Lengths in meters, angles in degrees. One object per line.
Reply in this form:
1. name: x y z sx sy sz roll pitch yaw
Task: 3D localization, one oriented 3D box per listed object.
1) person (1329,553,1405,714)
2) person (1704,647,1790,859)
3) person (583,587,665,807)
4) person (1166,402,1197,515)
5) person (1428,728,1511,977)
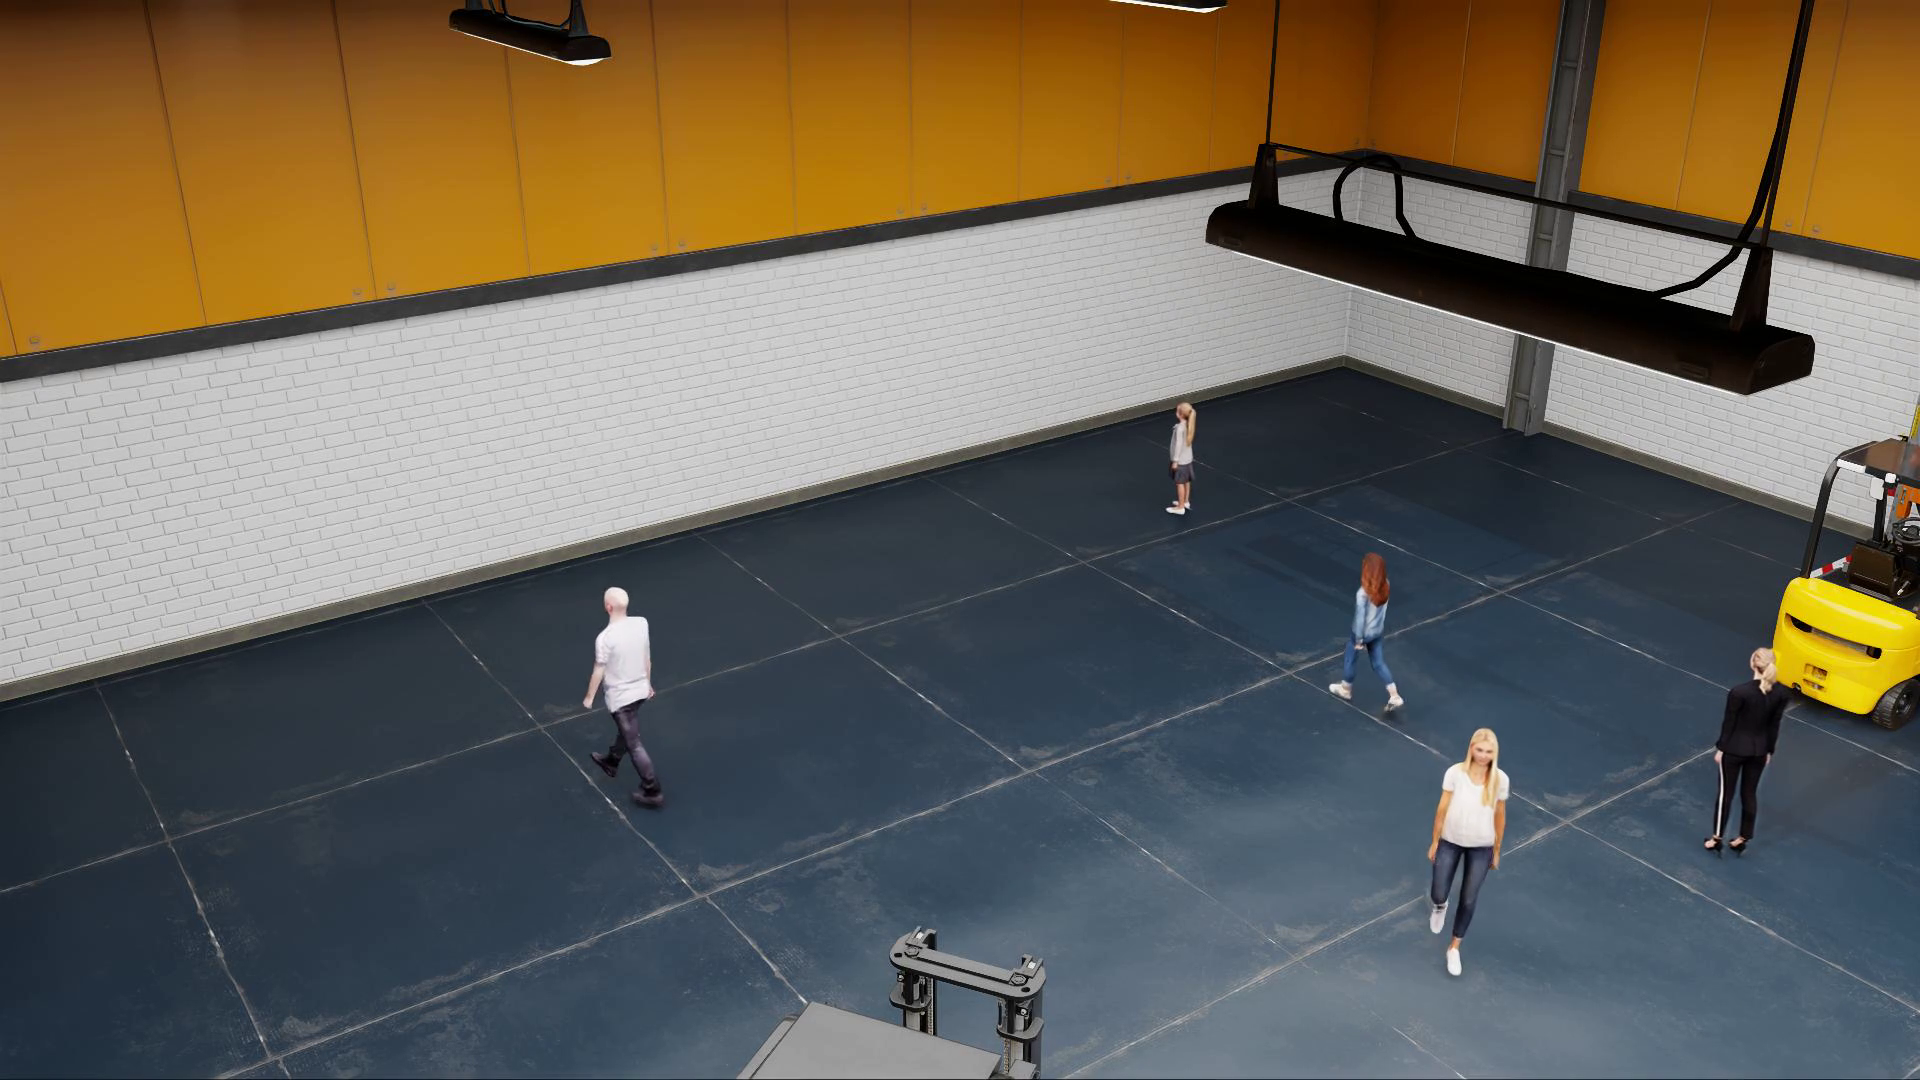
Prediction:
1. person: 3.581 0.817 14.336 0.588 1.452 0.965 -16 28 -33
2. person: 5.792 1.579 12.278 0.679 1.704 0.693 -1 24 -3
3. person: -2.524 1.252 12.911 1.231 1.796 1.005 12 26 26
4. person: 2.476 -0.928 18.548 0.625 1.275 0.587 12 26 25
5. person: 3.375 2.017 11.151 0.871 1.803 0.927 5 24 11
